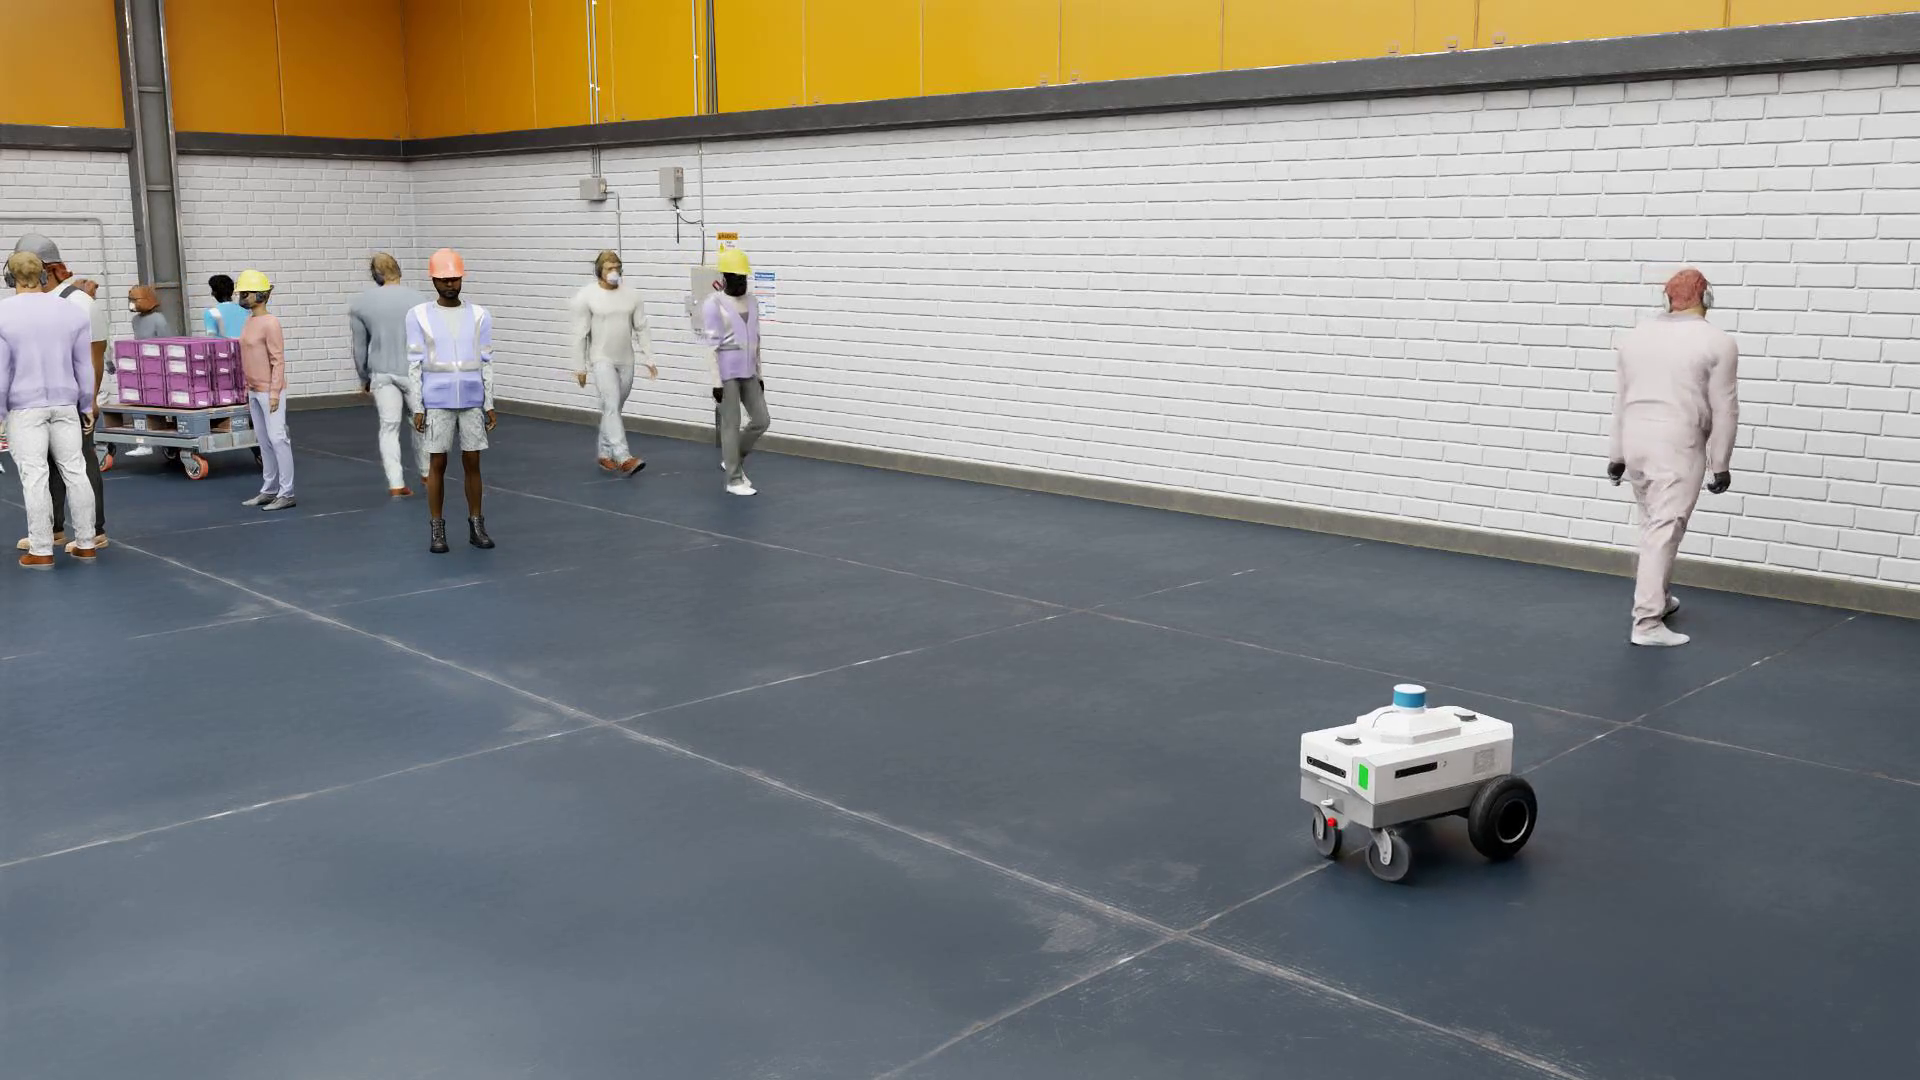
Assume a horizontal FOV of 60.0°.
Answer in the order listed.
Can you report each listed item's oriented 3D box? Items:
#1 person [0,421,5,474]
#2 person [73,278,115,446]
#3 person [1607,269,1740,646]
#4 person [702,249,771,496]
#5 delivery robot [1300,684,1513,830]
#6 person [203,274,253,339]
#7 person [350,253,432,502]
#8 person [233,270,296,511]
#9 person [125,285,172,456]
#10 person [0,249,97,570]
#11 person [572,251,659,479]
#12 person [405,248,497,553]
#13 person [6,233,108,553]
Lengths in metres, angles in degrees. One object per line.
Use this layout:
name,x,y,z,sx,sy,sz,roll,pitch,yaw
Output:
person,-8.209,-1.322,13.917,0.504,1.615,0.350,-1,10,-5
person,-8.405,-1.710,16.008,0.558,1.620,0.536,5,12,26
person,3.605,-0.424,8.410,0.824,1.848,0.668,-5,12,-26
person,-1.728,-1.294,12.937,0.408,1.913,0.625,7,13,35
delivery robot,1.459,0.716,5.438,0.707,0.478,0.477,-6,12,-29
person,-6.959,-1.724,16.002,0.816,1.667,0.534,8,13,36
person,-4.357,-1.276,12.952,0.666,1.874,1.008,-2,11,-9
person,-5.155,-1.101,12.295,0.524,1.769,0.314,10,14,44
person,-7.444,-1.605,15.563,0.510,1.578,0.899,8,13,36
person,-5.574,-0.785,10.105,0.355,1.936,0.633,8,13,38
person,-2.882,-1.473,13.996,0.635,1.884,1.014,-9,14,-41
person,-3.245,-0.889,10.674,0.546,1.938,0.361,-6,12,-29
person,-5.814,-0.928,10.605,0.690,2.000,0.538,3,11,18
